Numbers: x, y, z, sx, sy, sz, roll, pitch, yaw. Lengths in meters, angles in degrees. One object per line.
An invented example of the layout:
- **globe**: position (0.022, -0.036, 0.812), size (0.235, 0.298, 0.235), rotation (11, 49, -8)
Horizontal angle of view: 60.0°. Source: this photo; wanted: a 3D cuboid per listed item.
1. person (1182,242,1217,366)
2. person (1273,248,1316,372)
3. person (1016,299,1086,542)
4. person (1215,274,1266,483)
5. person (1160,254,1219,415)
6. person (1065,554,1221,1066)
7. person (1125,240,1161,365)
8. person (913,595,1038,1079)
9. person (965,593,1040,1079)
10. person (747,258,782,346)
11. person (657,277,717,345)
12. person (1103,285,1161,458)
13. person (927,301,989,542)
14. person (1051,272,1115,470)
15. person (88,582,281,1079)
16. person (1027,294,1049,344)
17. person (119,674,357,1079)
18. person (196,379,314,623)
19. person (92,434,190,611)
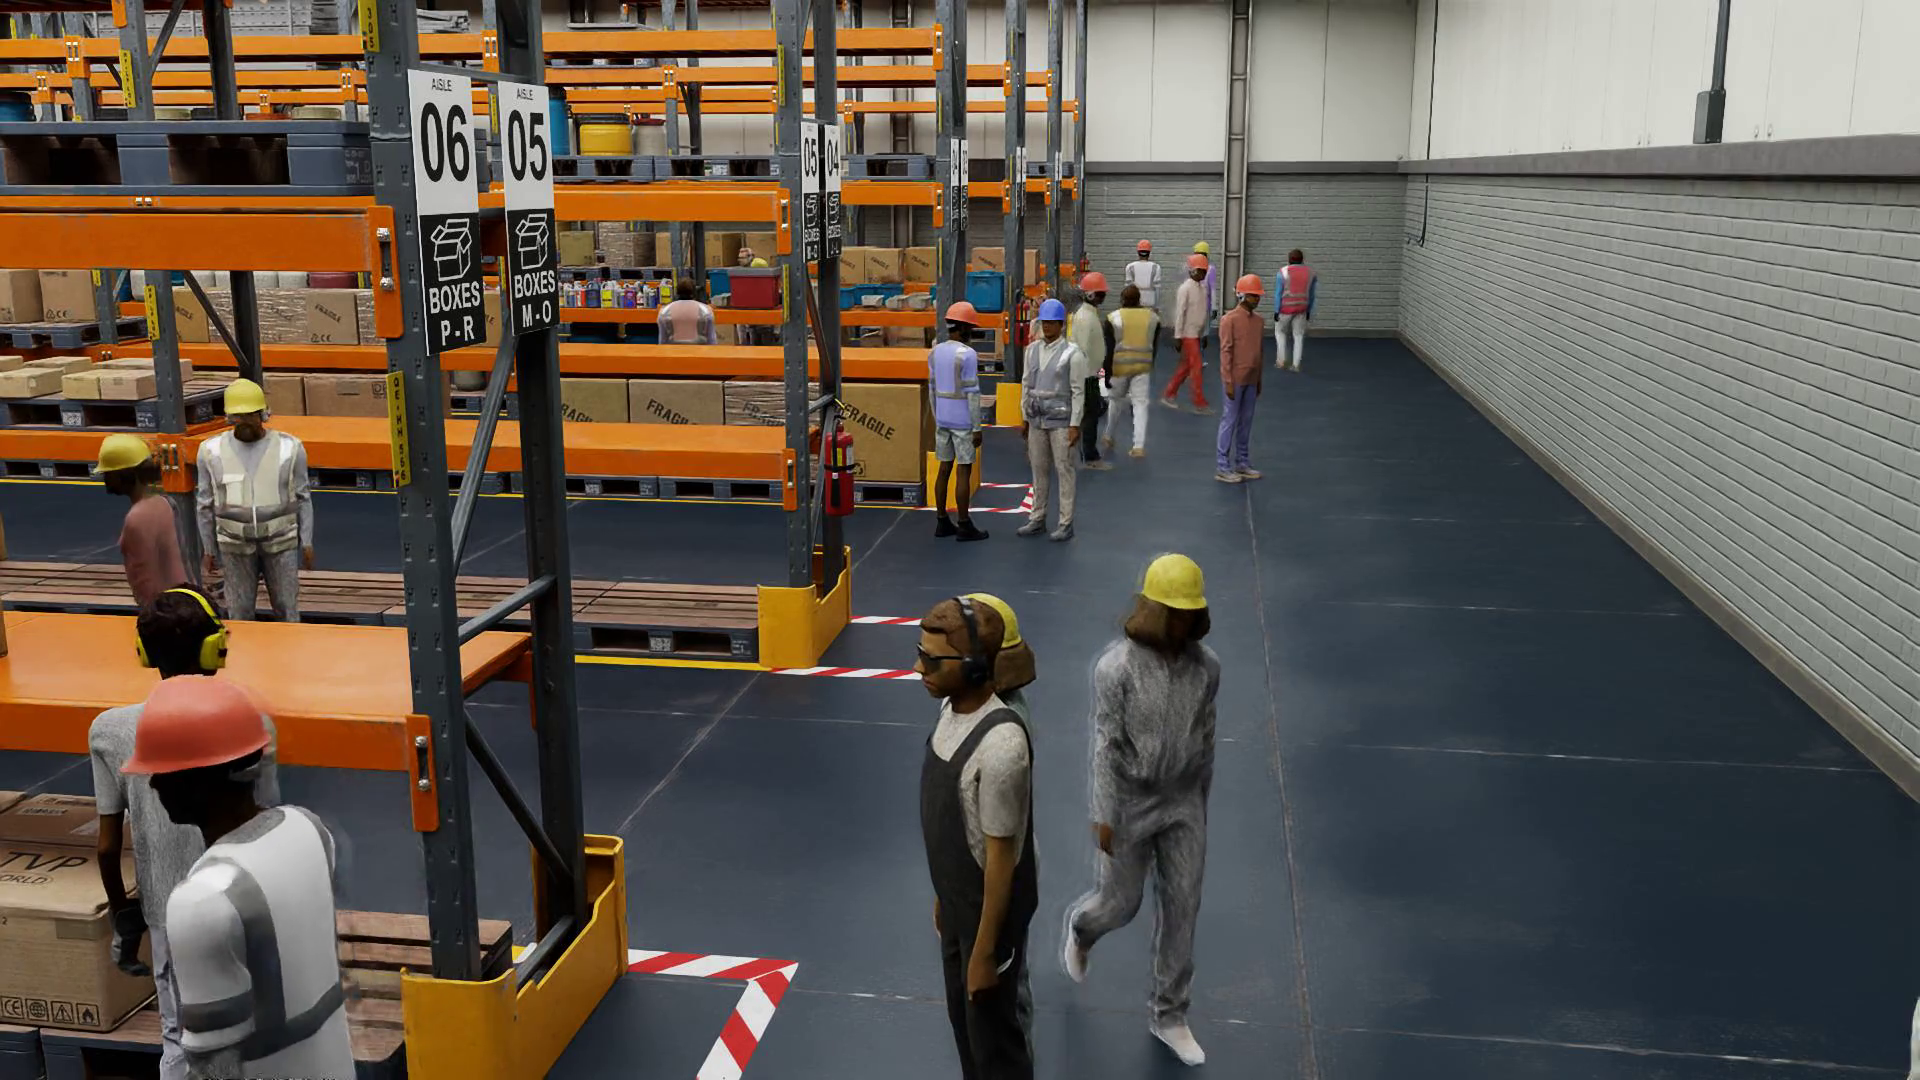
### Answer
- **person**: position (3.626, -3.573, 25.308), size (0.616, 1.903, 0.545), rotation (9, 16, 36)
- **person**: position (4.962, -3.451, 24.943), size (0.647, 1.818, 0.656), rotation (-2, 13, -9)
- **person**: position (0.739, -0.970, 13.457), size (0.607, 1.951, 0.379), rotation (11, 16, 40)
- **person**: position (2.723, -1.551, 15.999), size (0.612, 1.991, 0.402), rotation (-11, 17, -41)
- **person**: position (2.831, -2.547, 20.586), size (0.879, 1.967, 0.633), rotation (8, 15, 32)
- **person**: position (0.636, 0.866, 5.675), size (0.500, 1.722, 0.645), rotation (-5, 14, -23)
- **person**: position (2.809, -3.647, 25.607), size (0.542, 1.928, 0.401), rotation (2, 13, 7)
- **person**: position (0.037, 1.043, 4.627), size (0.337, 1.839, 0.508), rotation (-4, 13, -16)
- **person**: position (0.080, 1.006, 5.032), size (0.320, 1.736, 0.487), rotation (0, 12, 1)
- **person**: position (-2.617, -2.798, 21.978), size (0.596, 1.831, 0.403), rotation (10, 16, 37)
- **person**: position (-2.907, -1.889, 17.853), size (0.619, 1.845, 0.430), rotation (0, 12, -2)
- **person**: position (1.790, -1.787, 17.532), size (0.631, 1.777, 0.987), rotation (-2, 13, -7)
- **person**: position (-0.008, -0.955, 13.439), size (0.376, 1.928, 0.542), rotation (-11, 17, -41)
- **person**: position (1.203, -1.682, 16.611), size (0.650, 1.981, 0.615), rotation (2, 13, 8)
- **person**: position (-2.068, 1.040, 4.579), size (0.531, 1.865, 0.310), rotation (-1, 13, -4)
- **person**: position (0.920, -1.880, 18.297), size (0.315, 1.631, 0.523), rotation (-8, 15, -31)
- **person**: position (-1.492, 1.221, 3.631), size (0.519, 1.922, 0.549), rotation (1, 13, 7)
- **person**: position (-3.938, 0.004, 9.328), size (0.600, 1.829, 0.404), rotation (-5, 13, -20)
- **person**: position (-3.834, 0.354, 7.938), size (0.407, 1.746, 0.552), rotation (-4, 13, -16)
